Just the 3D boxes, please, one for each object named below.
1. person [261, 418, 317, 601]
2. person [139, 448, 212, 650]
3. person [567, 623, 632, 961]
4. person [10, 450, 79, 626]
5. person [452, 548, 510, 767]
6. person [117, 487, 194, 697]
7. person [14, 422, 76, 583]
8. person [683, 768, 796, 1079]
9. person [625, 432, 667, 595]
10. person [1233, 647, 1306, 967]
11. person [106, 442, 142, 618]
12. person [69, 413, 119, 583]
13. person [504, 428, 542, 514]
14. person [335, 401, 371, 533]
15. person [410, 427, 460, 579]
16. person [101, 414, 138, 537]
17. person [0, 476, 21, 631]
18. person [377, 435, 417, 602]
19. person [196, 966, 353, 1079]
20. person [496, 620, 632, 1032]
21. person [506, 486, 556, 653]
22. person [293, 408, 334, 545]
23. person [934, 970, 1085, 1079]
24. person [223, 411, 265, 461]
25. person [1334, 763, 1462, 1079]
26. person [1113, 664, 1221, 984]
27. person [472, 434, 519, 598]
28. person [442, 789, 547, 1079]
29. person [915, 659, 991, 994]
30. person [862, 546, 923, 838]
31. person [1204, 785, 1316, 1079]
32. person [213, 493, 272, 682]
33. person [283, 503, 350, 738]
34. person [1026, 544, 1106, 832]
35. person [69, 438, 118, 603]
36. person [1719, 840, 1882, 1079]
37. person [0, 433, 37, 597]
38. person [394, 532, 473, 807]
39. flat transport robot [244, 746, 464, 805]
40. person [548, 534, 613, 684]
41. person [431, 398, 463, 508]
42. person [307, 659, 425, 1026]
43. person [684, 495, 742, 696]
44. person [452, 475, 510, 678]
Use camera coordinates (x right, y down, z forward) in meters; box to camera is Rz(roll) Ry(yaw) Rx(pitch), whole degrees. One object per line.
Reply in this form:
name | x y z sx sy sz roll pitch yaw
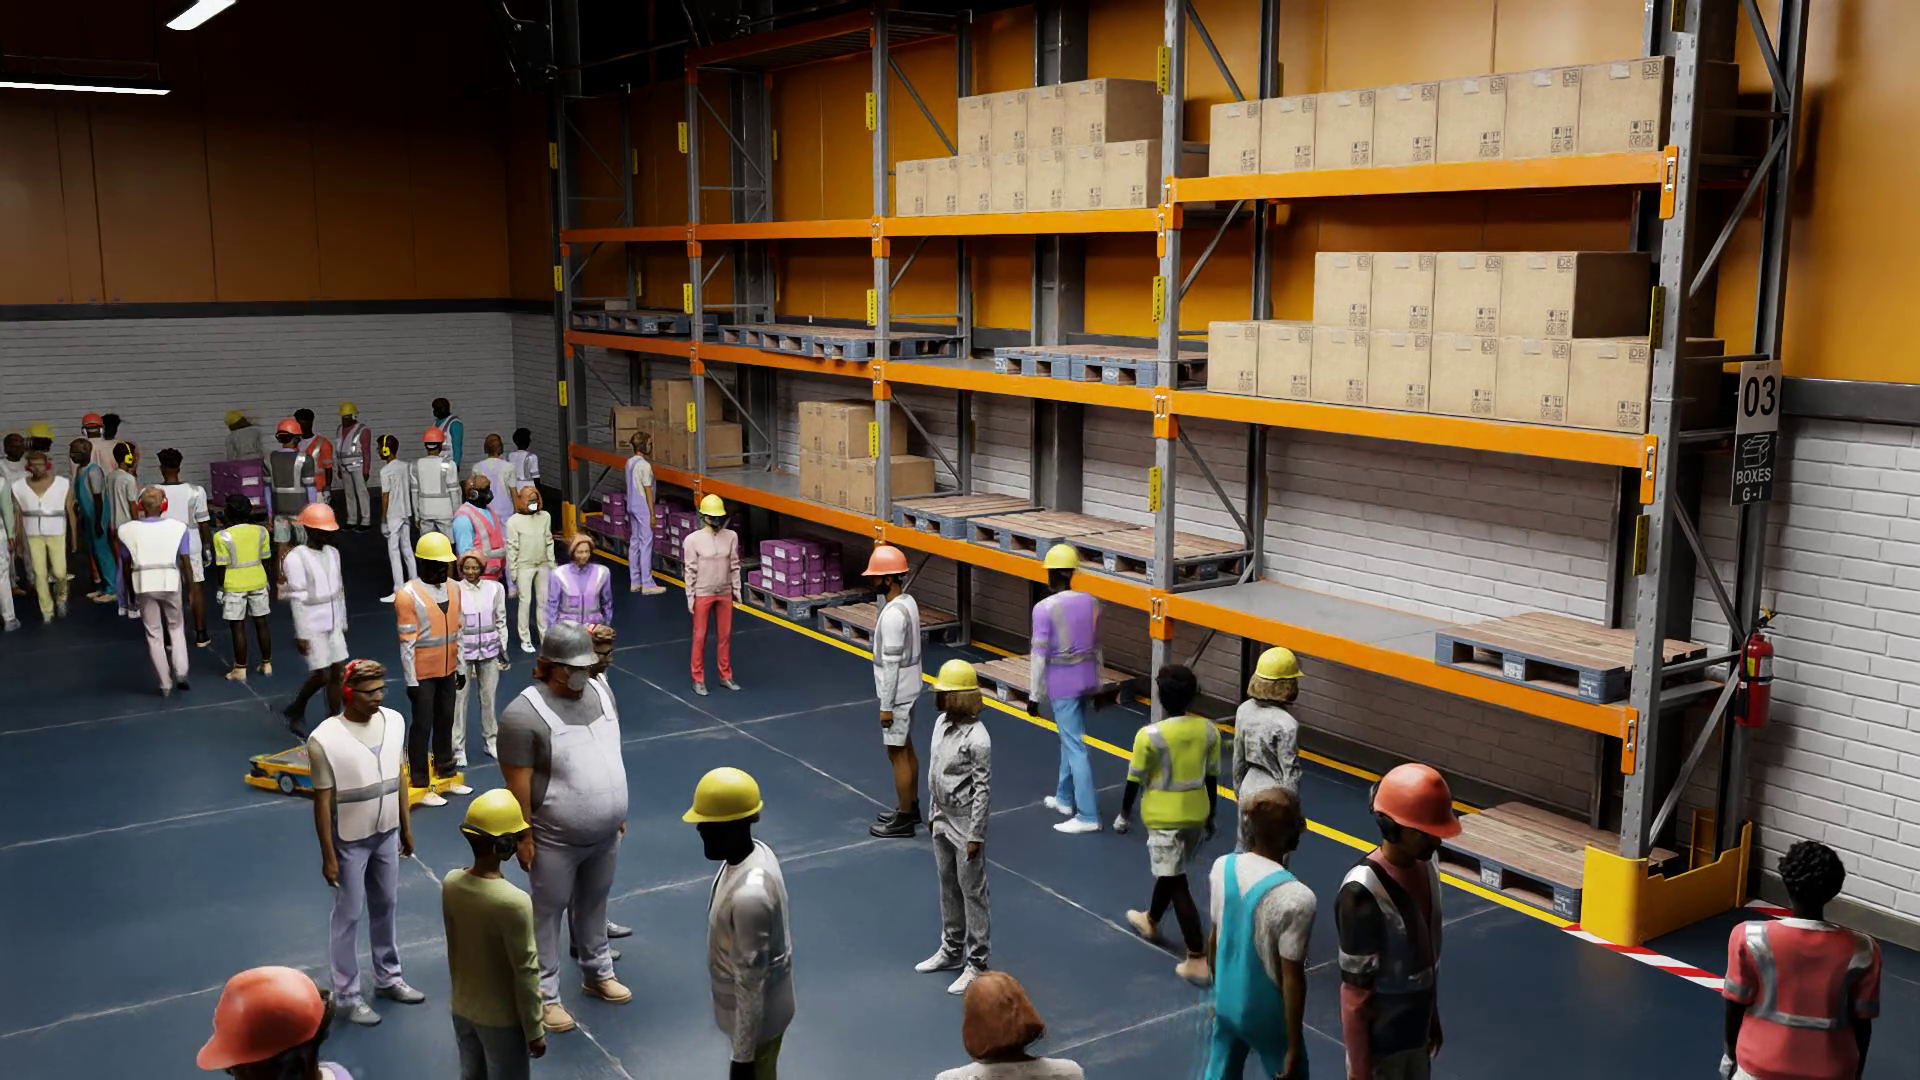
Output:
person | -7.375 -0.330 18.397 0.603 2.034 0.416 1 10 7
person | -7.596 0.084 16.138 0.615 1.964 0.361 -5 11 -27
person | -2.031 1.353 9.071 0.390 1.838 0.563 0 10 1
person | -9.445 -0.022 17.166 0.586 1.829 0.458 -4 10 -20
person | -3.641 0.870 12.497 0.514 1.636 0.314 -7 12 -35
person | -6.961 0.449 14.438 0.555 1.817 0.514 -5 11 -27
person | -10.834 -0.417 19.332 0.746 1.891 0.597 -9 13 -41
person | -0.825 1.790 6.297 0.399 1.916 0.584 -2 10 -11
person | -3.579 -0.304 18.778 0.346 1.846 0.506 -8 13 -40
person | 1.660 1.427 8.911 0.323 1.743 0.489 -5 11 -27
person | -8.777 -0.103 17.566 0.510 1.860 0.333 7 12 36
person | -10.072 -0.495 19.486 0.611 1.985 0.392 -7 12 -35
person | -5.398 -0.546 20.628 0.532 1.698 0.319 5 11 26
person | -8.387 -1.007 22.976 0.591 1.824 0.403 5 11 26
person | -5.805 -0.293 18.480 0.546 1.929 0.385 1 10 6
person | -10.277 -0.570 20.153 0.604 1.900 1.003 -8 13 -41
person | -9.882 -0.019 16.819 0.602 1.941 0.402 -4 10 -20
person | -6.217 -0.234 18.335 0.322 1.860 0.519 3 10 17
person | -1.618 2.058 4.412 0.656 2.020 0.617 -3 10 -19
person | -1.902 1.388 8.270 0.539 2.000 0.689 7 12 36
person | -4.122 0.276 16.027 0.295 1.623 0.503 8 13 40
person | -7.966 -0.639 20.385 0.607 1.965 0.366 2 10 14
person | 0.189 2.129 5.193 0.603 1.612 0.490 -1 10 -6
person | -9.866 -0.938 22.942 0.609 1.702 0.355 -9 13 -42
person | 1.590 1.777 6.033 0.409 2.030 0.617 8 13 40
person | 1.124 1.475 8.891 0.540 1.648 0.867 -6 11 -31
person | -5.160 -0.265 18.544 0.505 1.847 0.348 0 10 0
person | -1.798 1.834 6.490 0.524 1.761 0.339 8 12 39
person | -0.020 1.471 8.650 0.287 1.746 0.487 -6 11 -32
person | -0.446 0.992 10.935 0.391 1.929 0.547 1 10 8
person | 1.107 1.831 6.375 0.914 1.811 0.537 -7 12 -37
person | -6.435 0.422 14.936 0.315 1.699 0.540 7 12 35
person | -4.980 0.655 12.921 0.510 1.919 0.563 3 10 18
person | 0.735 0.989 11.123 0.671 1.888 0.601 9 13 42
person | -9.551 -0.213 18.323 0.393 1.830 0.514 -9 13 -42
person | 3.069 1.933 6.116 0.532 1.689 0.321 2 10 13
person | -10.590 -0.285 18.696 0.337 1.838 0.507 5 11 28
person | -3.643 0.891 11.563 0.395 1.919 0.582 5 11 27
flat transport robot | -4.341 1.652 11.906 1.431 0.197 0.652 4 11 23
person | -2.992 0.770 13.179 0.536 1.609 0.768 -4 10 -21
person | -7.250 -1.094 23.463 0.635 1.832 0.429 8 13 40
person | -2.985 1.484 8.305 0.390 1.837 0.561 5 11 28
person | -2.136 0.475 14.453 0.527 1.762 0.331 -7 12 -34
person | -4.334 0.326 15.091 0.429 1.843 0.634 1 10 6
